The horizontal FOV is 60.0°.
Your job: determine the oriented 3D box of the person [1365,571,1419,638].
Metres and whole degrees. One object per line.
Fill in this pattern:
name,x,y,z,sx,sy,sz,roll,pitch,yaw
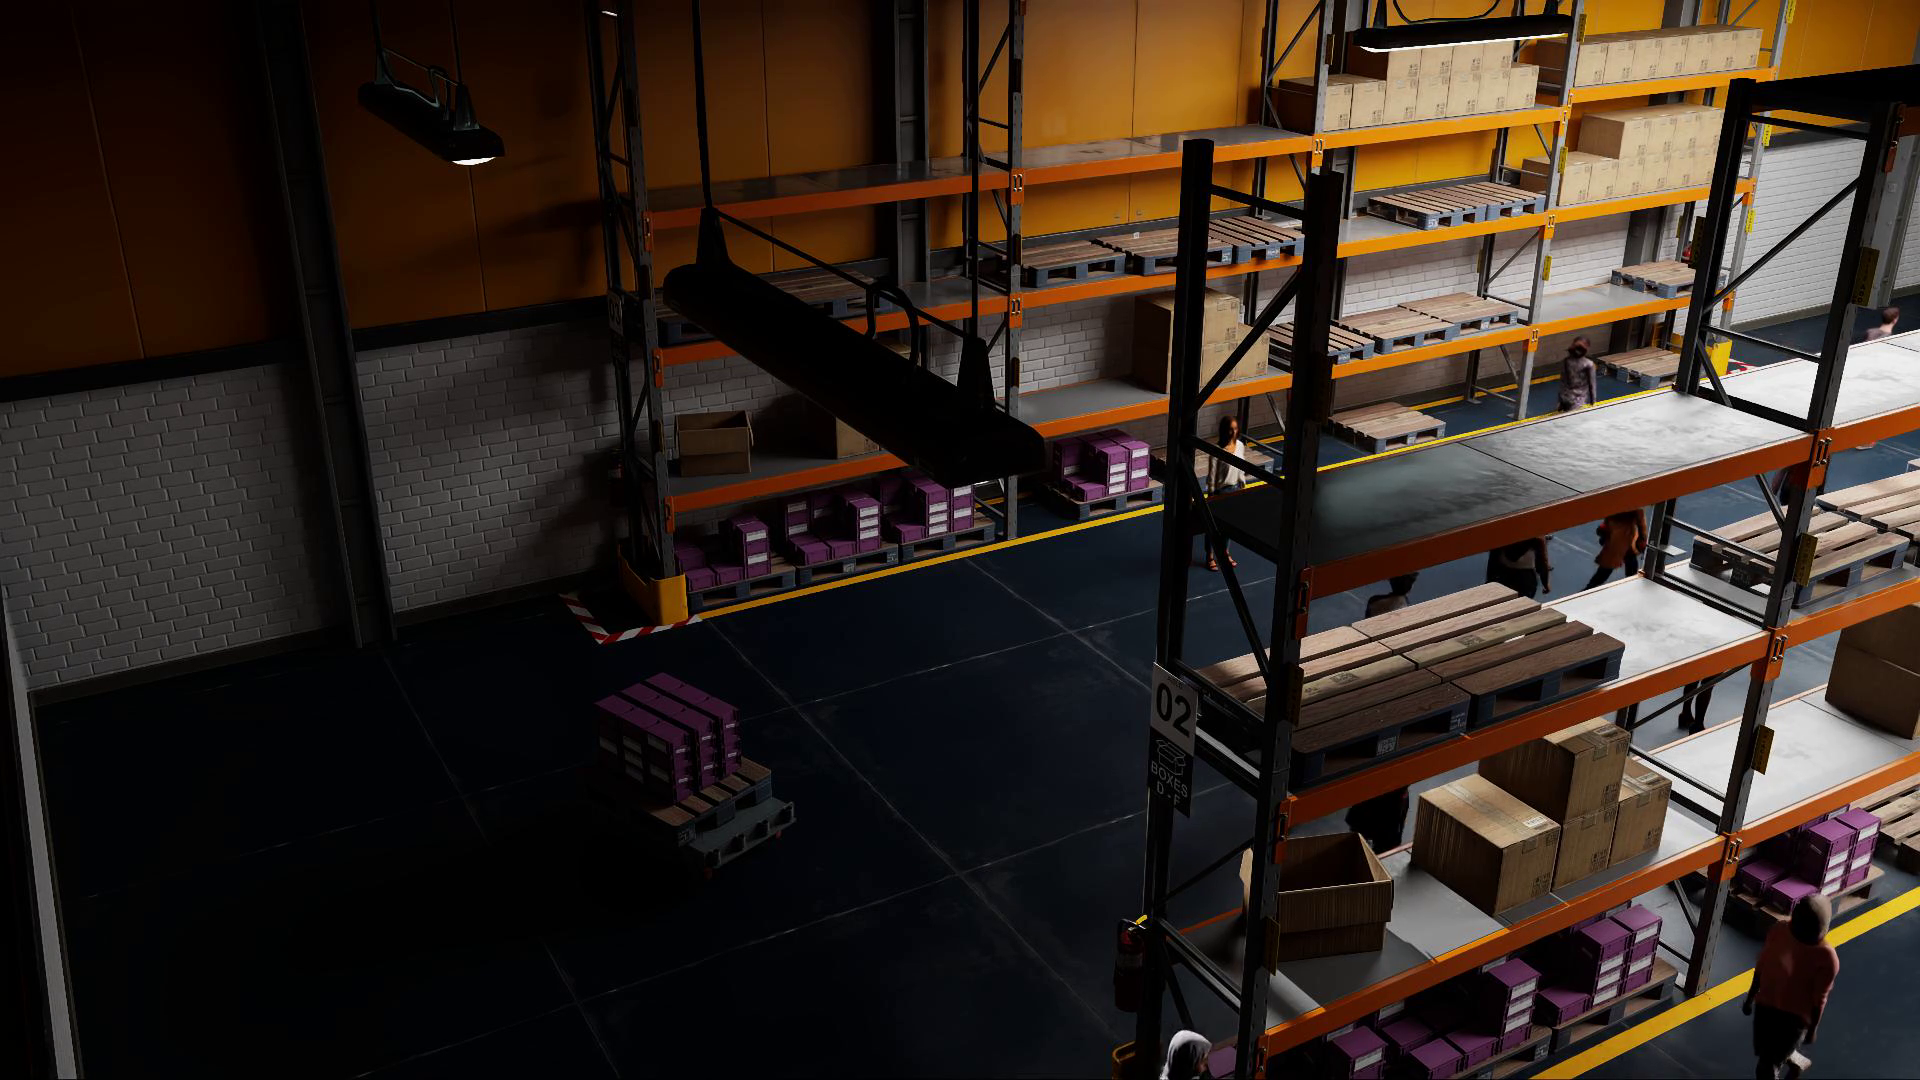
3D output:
person,3.483,1.095,13.690,0.828,1.878,0.888,19,30,37

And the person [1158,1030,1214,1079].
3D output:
person,1.019,3.312,8.768,0.850,1.758,0.773,12,27,26

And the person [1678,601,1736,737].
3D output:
person,6.471,0.912,14.348,0.643,1.687,0.634,-1,24,-3

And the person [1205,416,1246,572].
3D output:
person,2.793,-0.513,17.613,0.466,1.682,0.669,-12,26,-26

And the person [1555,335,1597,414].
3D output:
person,7.366,-1.597,20.118,1.180,1.663,0.616,-16,28,-32

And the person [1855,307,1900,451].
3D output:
person,11.406,-2.013,20.838,0.622,1.849,0.708,-16,28,-32

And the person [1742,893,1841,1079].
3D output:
person,5.000,2.806,9.998,1.024,1.701,0.638,-12,26,-25
